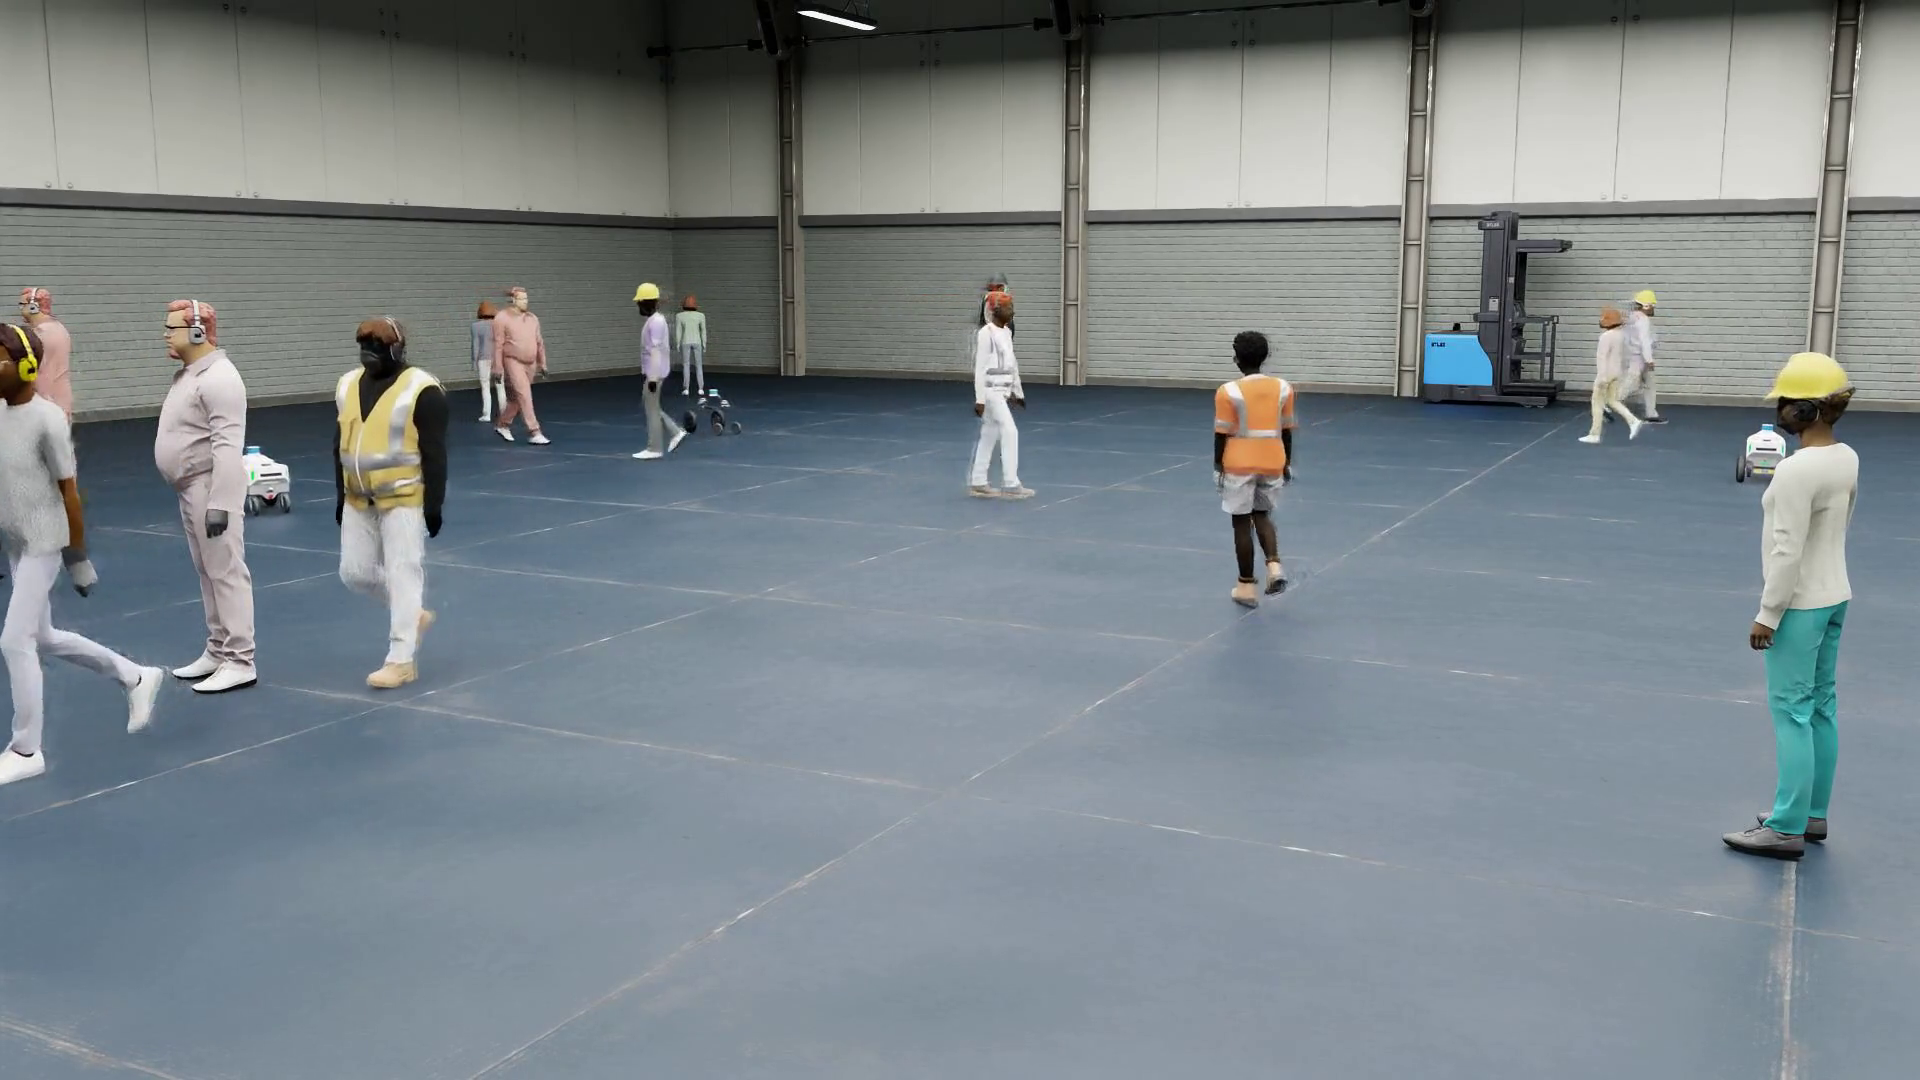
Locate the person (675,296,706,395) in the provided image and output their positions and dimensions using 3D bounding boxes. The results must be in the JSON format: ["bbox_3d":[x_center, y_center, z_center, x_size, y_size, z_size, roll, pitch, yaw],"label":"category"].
[{"bbox_3d":[-4.450,-3.218,27.515,0.507,1.632,0.264,-2,10,-15],"label":"person"}]

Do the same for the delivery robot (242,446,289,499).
[{"bbox_3d":[-6.064,-0.562,14.297,0.477,0.478,0.707,-9,13,-44],"label":"delivery robot"}]

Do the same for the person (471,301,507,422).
[{"bbox_3d":[-6.411,-2.433,22.672,0.507,1.631,0.266,-7,11,-36],"label":"person"}]

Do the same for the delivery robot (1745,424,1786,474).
[{"bbox_3d":[7.919,-0.894,16.343,0.477,0.478,0.707,4,10,25],"label":"delivery robot"}]

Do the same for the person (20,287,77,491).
[{"bbox_3d":[-7.598,-1.133,13.811,0.403,1.911,0.637,-3,10,-15],"label":"person"}]

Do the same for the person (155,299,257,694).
[{"bbox_3d":[-3.717,-0.219,8.173,0.406,1.911,0.638,-7,11,-35],"label":"person"}]

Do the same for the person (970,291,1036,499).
[{"bbox_3d":[0.429,-1.290,14.943,0.803,1.853,0.602,3,10,17],"label":"person"}]

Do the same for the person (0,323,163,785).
[{"bbox_3d":[-3.748,0.026,6.871,0.512,1.850,0.795,7,12,38],"label":"person"}]

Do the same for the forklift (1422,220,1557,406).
[{"bbox_3d":[8.245,-3.527,25.720,1.873,2.768,1.129,5,10,27],"label":"forklift"}]

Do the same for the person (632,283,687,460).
[{"bbox_3d":[-3.312,-1.834,18.109,0.496,1.914,0.613,-2,9,-11],"label":"person"}]

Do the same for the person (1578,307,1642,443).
[{"bbox_3d":[7.763,-1.953,19.776,0.640,1.614,0.506,9,13,43],"label":"person"}]

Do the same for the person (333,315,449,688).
[{"bbox_3d":[-2.832,-0.202,8.306,0.644,1.831,0.508,3,10,20],"label":"person"}]

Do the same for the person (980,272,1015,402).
[{"bbox_3d":[0.590,-3.147,25.960,0.540,2.000,0.706,-3,10,-16],"label":"person"}]

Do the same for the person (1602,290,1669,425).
[{"bbox_3d":[9.026,-2.441,22.238,0.869,1.799,0.589,3,10,19],"label":"person"}]

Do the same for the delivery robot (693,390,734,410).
[{"bbox_3d":[-3.126,-1.792,21.085,0.335,0.223,0.698,-8,12,-39],"label":"delivery robot"}]

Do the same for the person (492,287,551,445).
[{"bbox_3d":[-5.261,-2.084,19.826,0.993,1.863,0.652,6,11,31],"label":"person"}]

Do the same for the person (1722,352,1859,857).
[{"bbox_3d":[2.953,0.226,5.867,0.525,1.769,0.308,-8,13,-42],"label":"person"}]

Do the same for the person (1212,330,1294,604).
[{"bbox_3d":[1.794,-0.448,10.248,0.555,1.682,0.369,-3,10,-19],"label":"person"}]

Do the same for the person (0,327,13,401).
[{"bbox_3d":[-8.084,-1.024,14.033,0.663,1.605,0.540,-4,10,-22],"label":"person"}]
